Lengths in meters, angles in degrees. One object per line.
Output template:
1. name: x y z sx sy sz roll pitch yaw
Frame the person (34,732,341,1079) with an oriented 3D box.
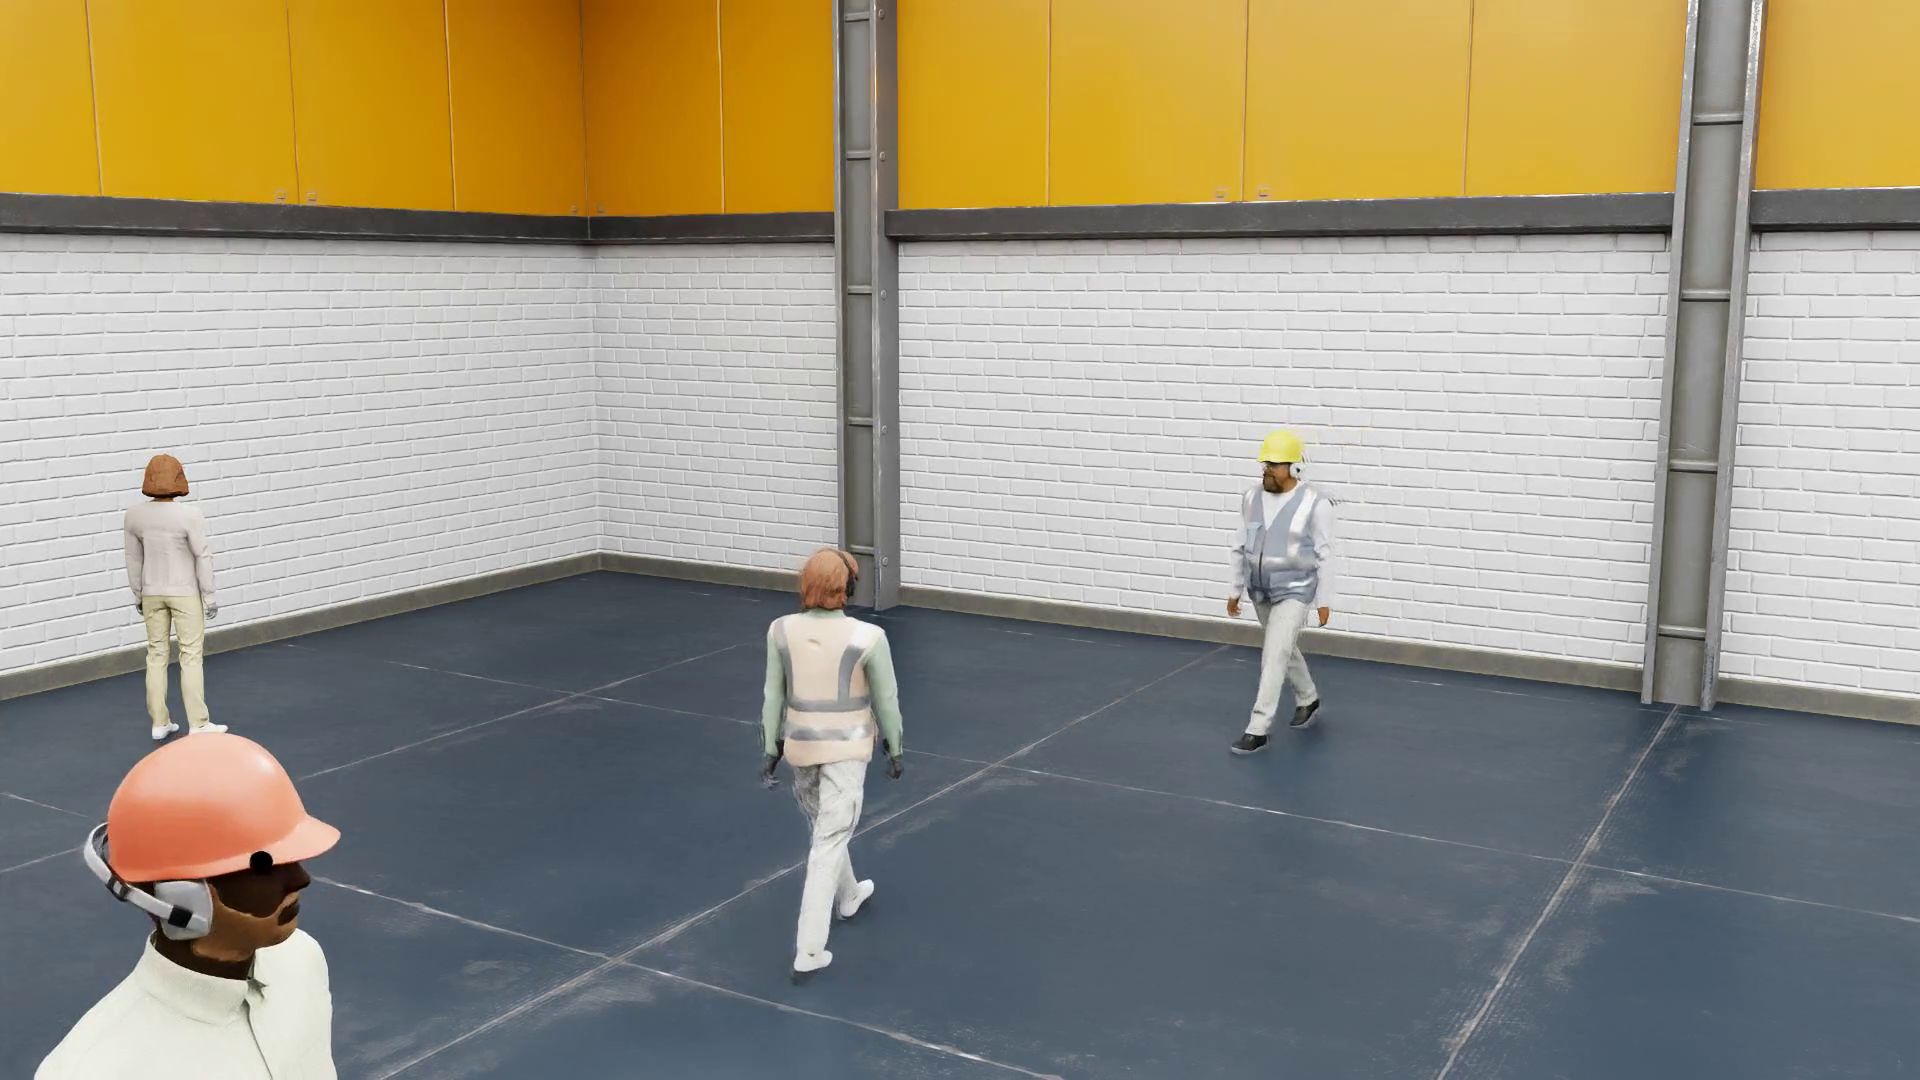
1. person: -1.080 1.260 2.494 0.382 1.994 0.623 1 9 9

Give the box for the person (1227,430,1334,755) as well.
1. person: 1.823 0.259 9.418 0.939 1.788 0.600 -8 12 -43

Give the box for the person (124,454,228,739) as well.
1. person: -4.461 0.326 9.440 0.507 1.636 0.272 1 9 8

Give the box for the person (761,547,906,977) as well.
1. person: -0.485 0.821 6.472 0.537 1.586 0.856 4 10 22
